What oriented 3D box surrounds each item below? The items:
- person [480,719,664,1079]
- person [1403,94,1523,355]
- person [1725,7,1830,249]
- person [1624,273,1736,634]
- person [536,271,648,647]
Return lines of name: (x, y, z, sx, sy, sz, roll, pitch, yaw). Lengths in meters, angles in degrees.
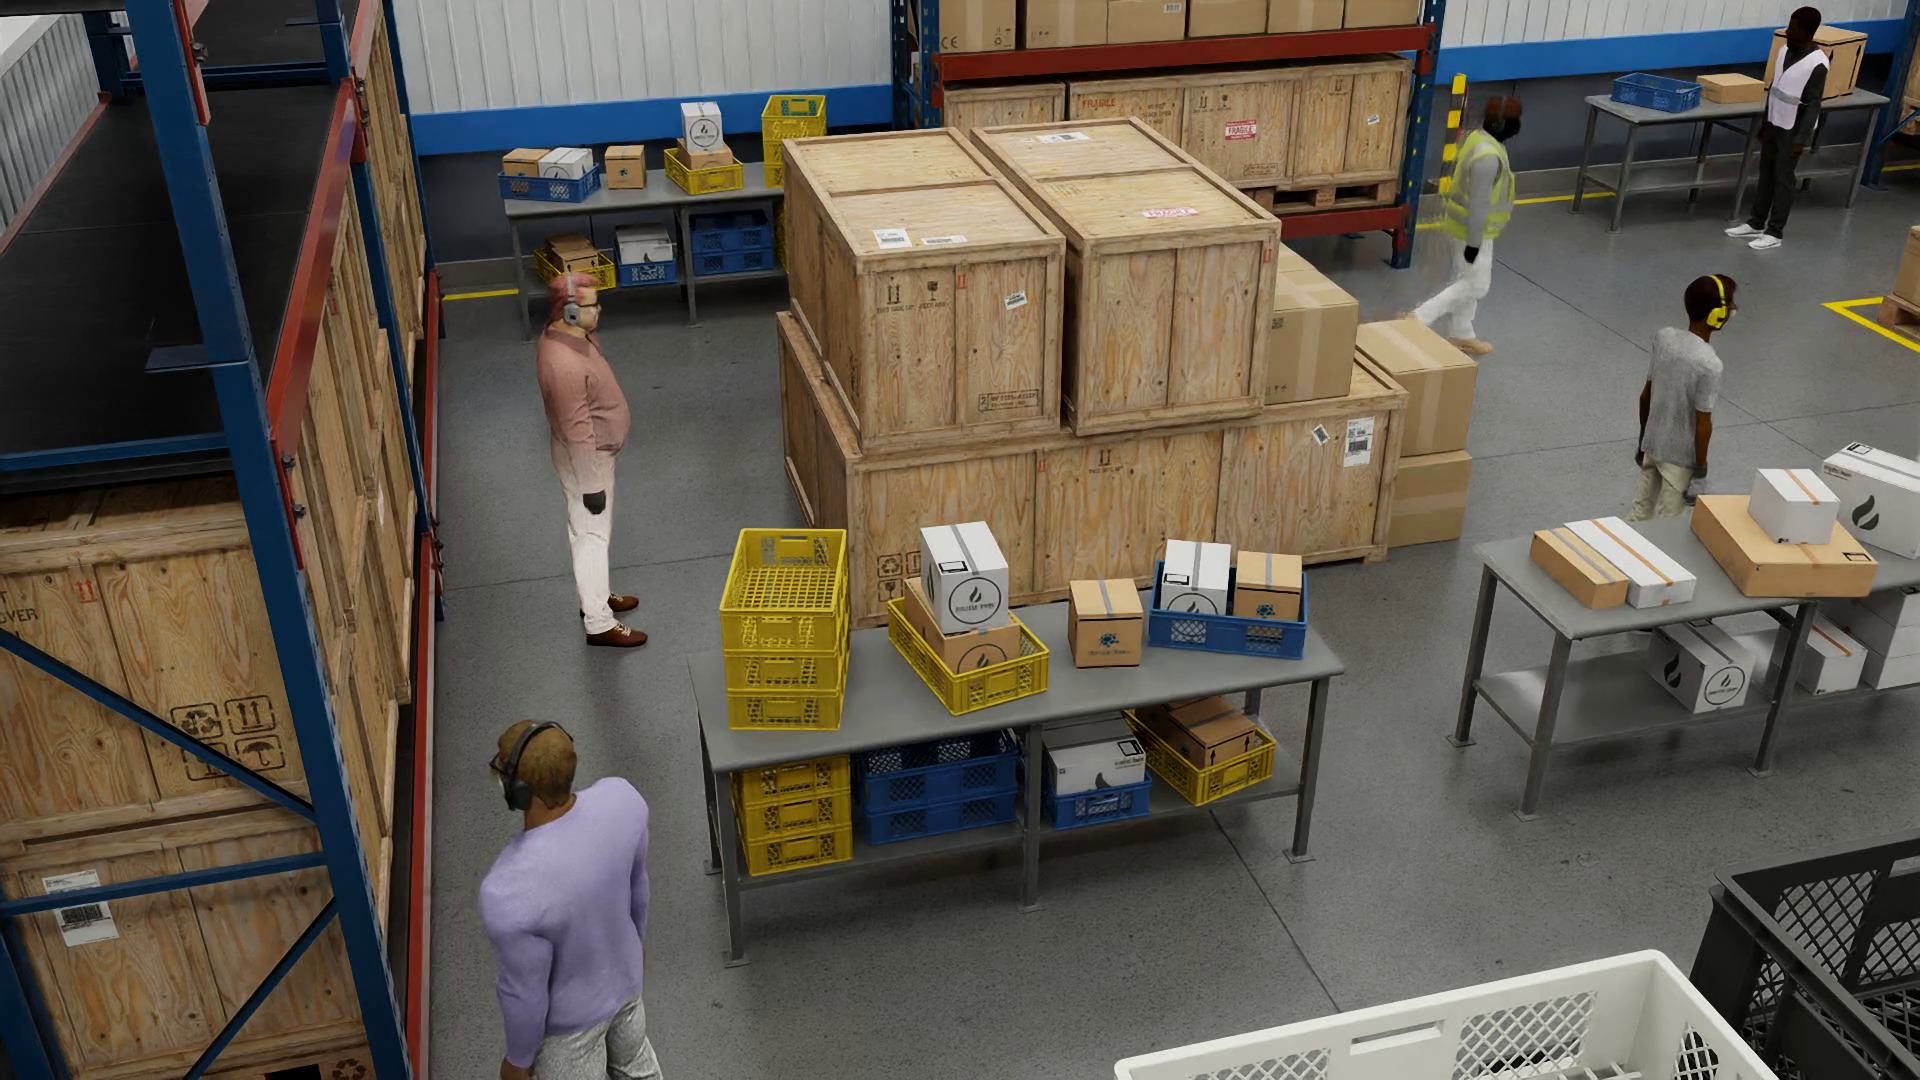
person: (-1.132, 1.346, 4.929, 0.370, 1.940, 0.627, 14, 32, 24)
person: (3.461, -2.133, 11.358, 0.559, 1.826, 0.640, 6, 29, 11)
person: (6.669, -3.319, 13.421, 0.399, 1.915, 0.589, -3, 29, -5)
person: (3.521, -0.412, 8.194, 0.329, 1.869, 0.509, -7, 30, -13)
person: (-1.798, -0.390, 8.115, 0.409, 1.908, 0.639, -7, 30, -13)
